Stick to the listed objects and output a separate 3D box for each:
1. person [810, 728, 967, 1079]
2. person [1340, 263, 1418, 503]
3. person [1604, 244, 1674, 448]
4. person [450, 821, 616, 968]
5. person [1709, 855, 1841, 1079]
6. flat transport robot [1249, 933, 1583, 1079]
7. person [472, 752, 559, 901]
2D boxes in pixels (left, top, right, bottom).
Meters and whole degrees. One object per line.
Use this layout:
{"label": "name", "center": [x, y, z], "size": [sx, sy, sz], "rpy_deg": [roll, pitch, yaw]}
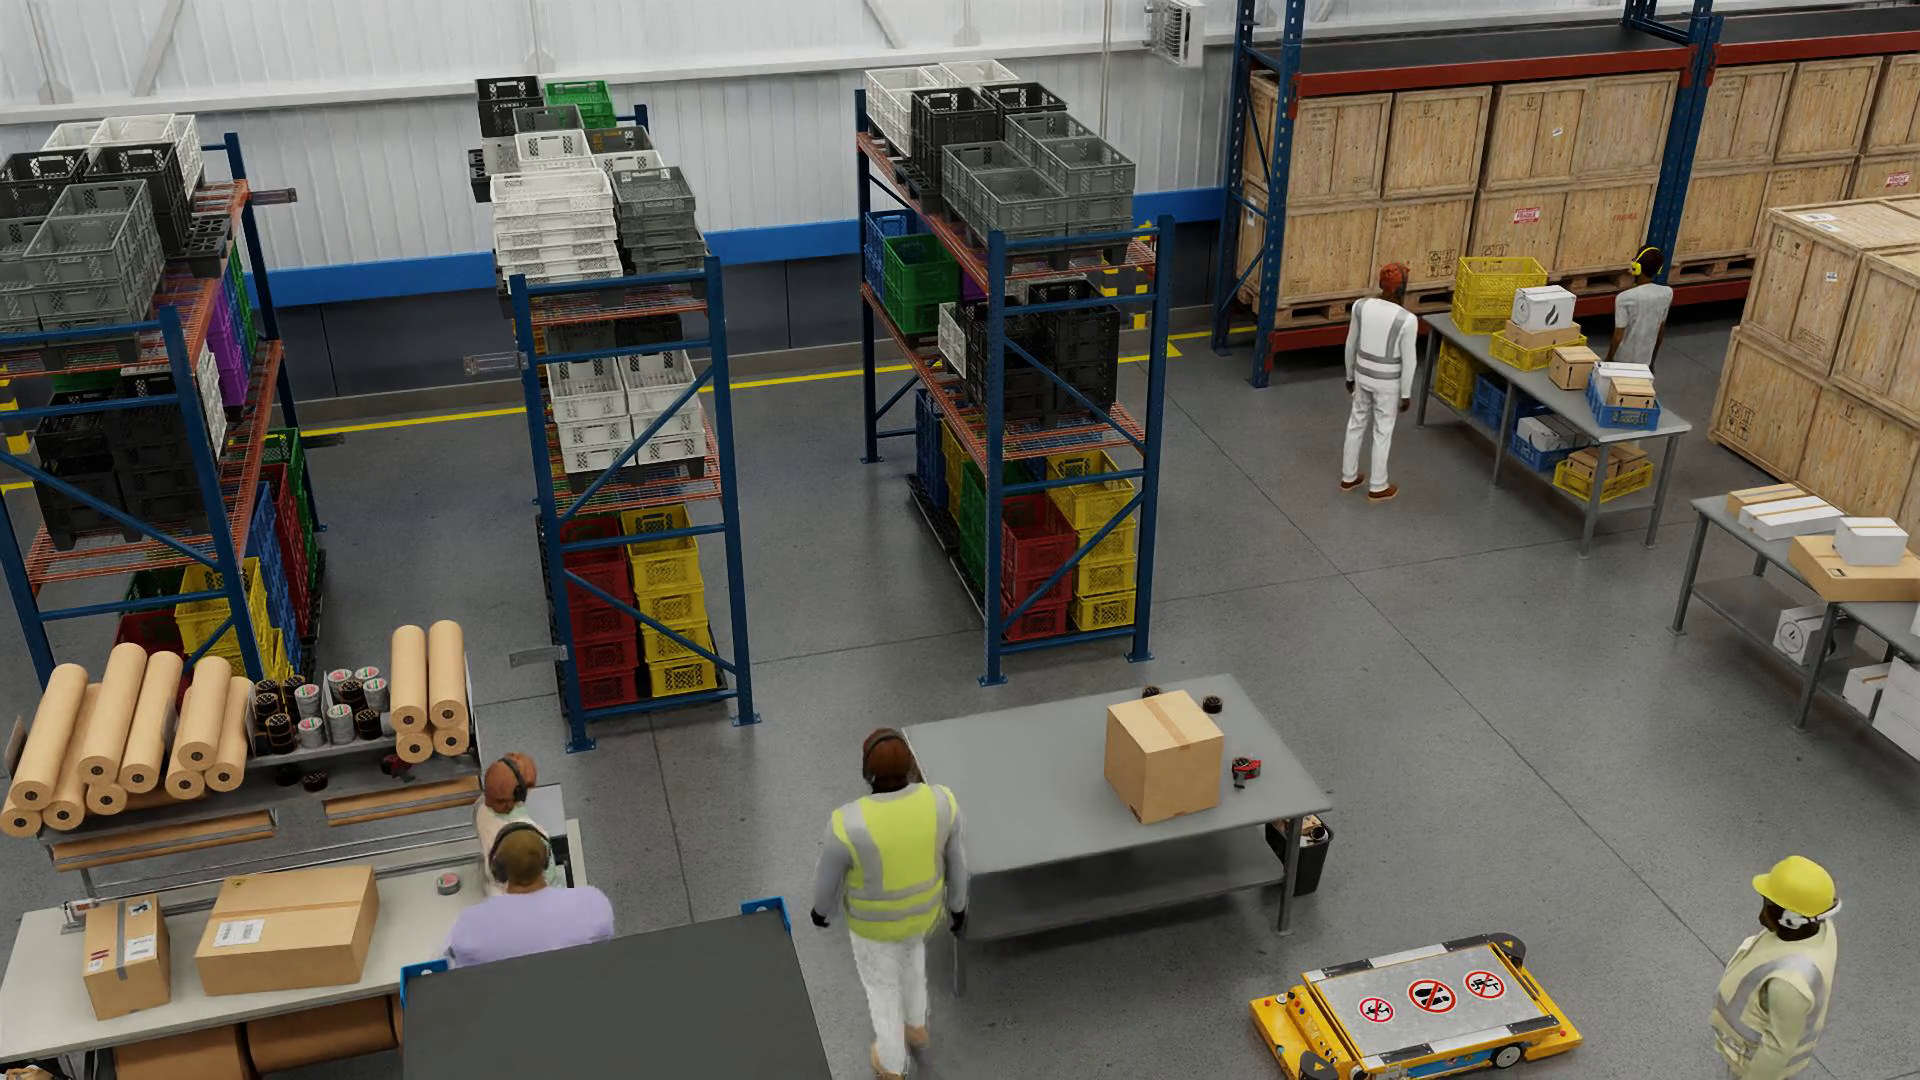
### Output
{"label": "person", "center": [-0.331, 1.643, 7.550], "size": [0.661, 1.819, 0.607], "rpy_deg": [-15, 32, -25]}
{"label": "person", "center": [3.182, -1.196, 12.649], "size": [0.352, 1.881, 0.576], "rpy_deg": [-24, 37, -37]}
{"label": "person", "center": [5.237, -1.401, 13.033], "size": [0.521, 1.873, 0.335], "rpy_deg": [-8, 30, -15]}
{"label": "person", "center": [-1.673, 2.037, 6.742], "size": [0.657, 1.912, 0.634], "rpy_deg": [-5, 29, -8]}
{"label": "person", "center": [3.263, 2.045, 6.802], "size": [0.404, 1.829, 0.600], "rpy_deg": [17, 33, 27]}
{"label": "flat transport robot", "center": [2.184, 2.282, 7.980], "size": [1.431, 0.197, 0.652], "rpy_deg": [-8, 30, -14]}
{"label": "person", "center": [-2.010, 1.693, 7.653], "size": [0.513, 1.631, 0.318], "rpy_deg": [24, 37, 36]}
